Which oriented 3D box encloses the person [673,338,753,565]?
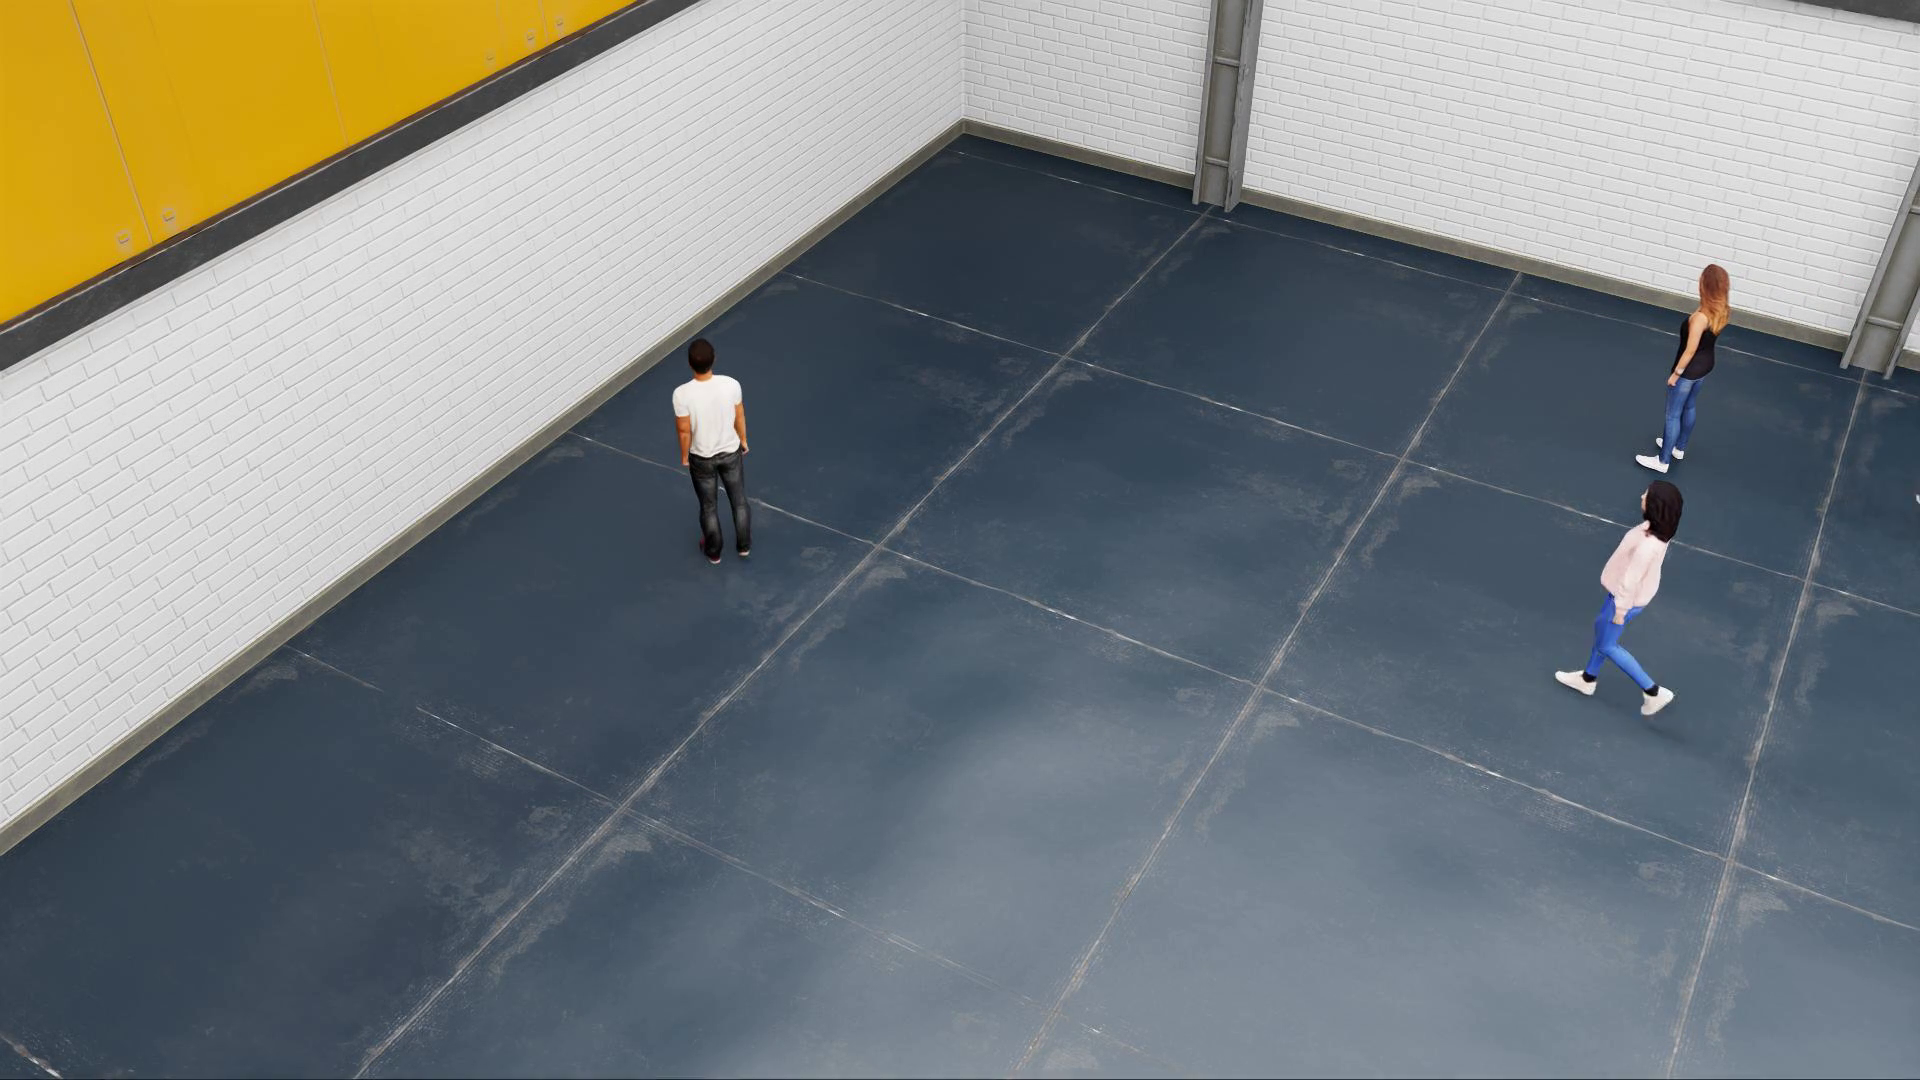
[{"bbox_3d":[-1.723,-0.621,11.661,0.713,1.804,0.744,-14,41,-17],"label":"person"}]

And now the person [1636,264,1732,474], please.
[{"bbox_3d":[5.530,-1.297,12.575,0.648,1.721,0.605,-30,47,-32],"label":"person"}]

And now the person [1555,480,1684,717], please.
[{"bbox_3d":[4.271,0.394,10.434,0.999,1.751,0.722,26,45,29],"label":"person"}]
